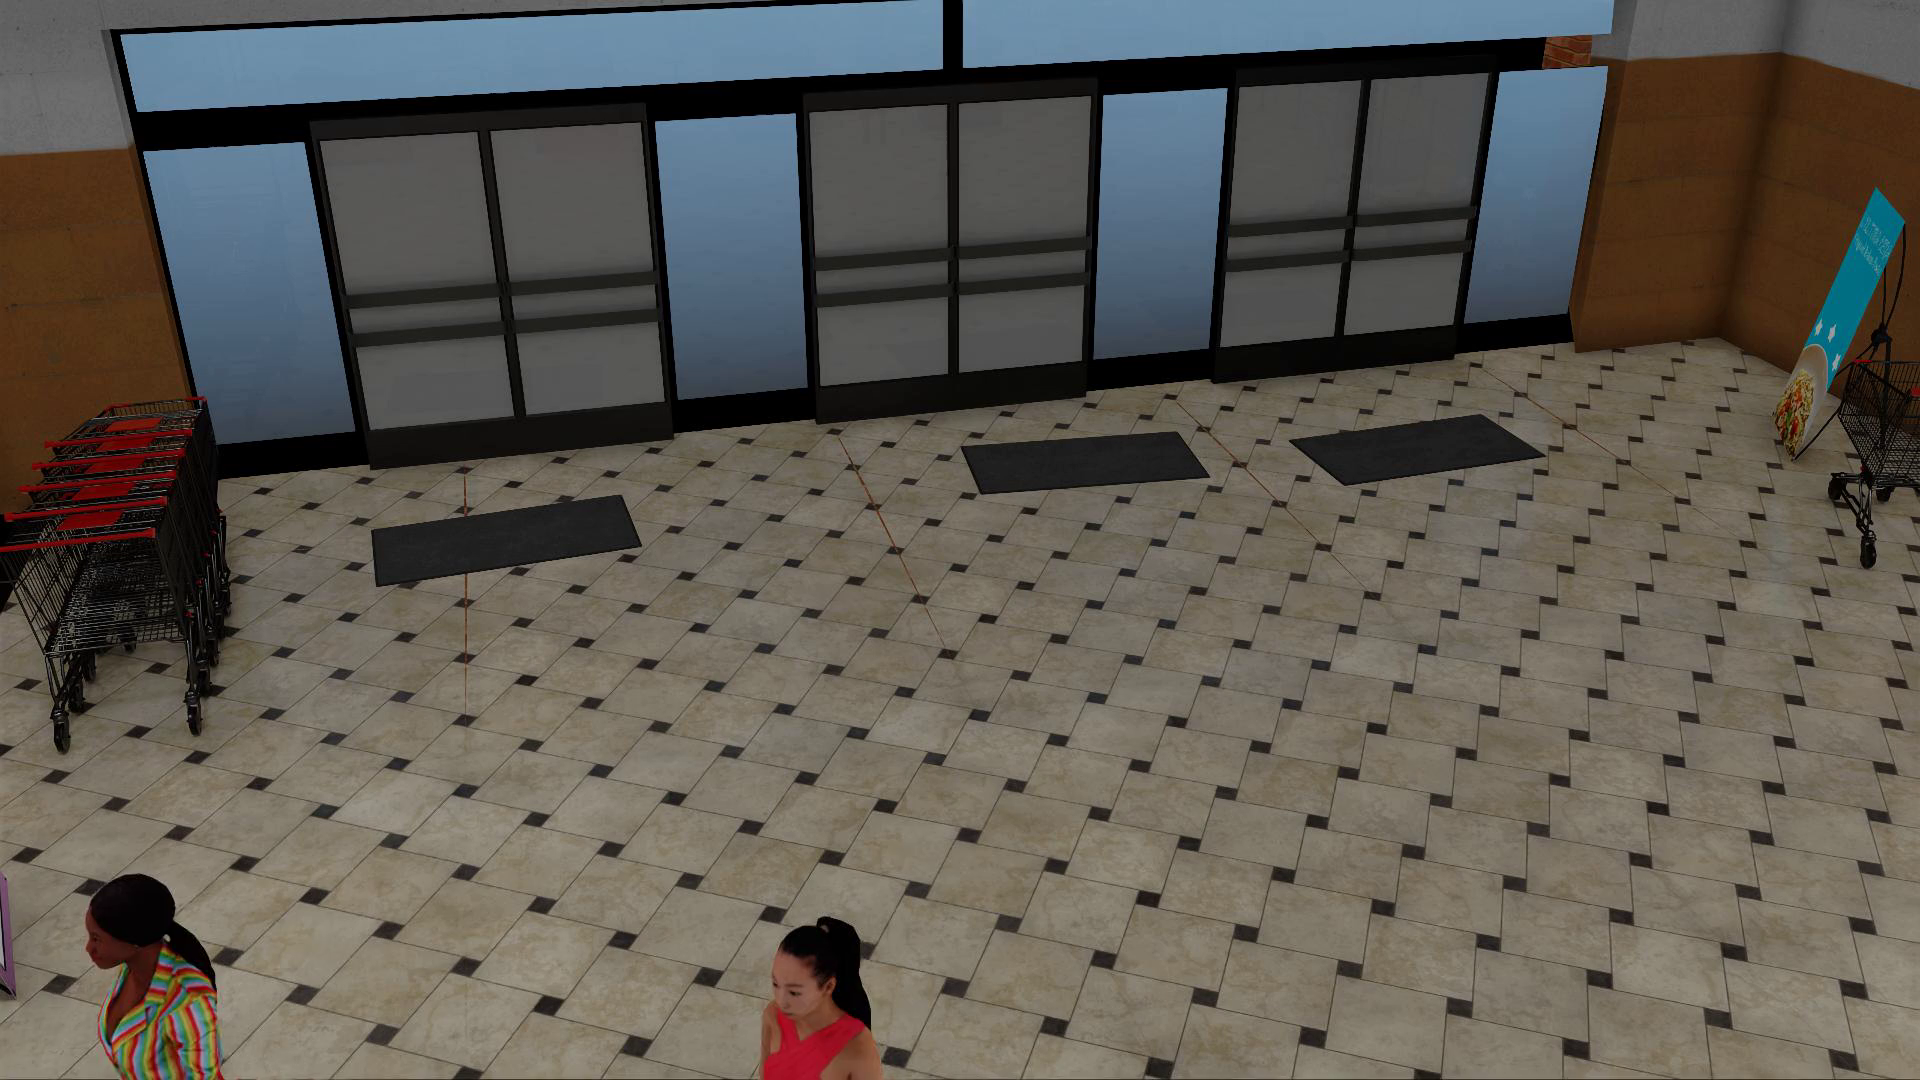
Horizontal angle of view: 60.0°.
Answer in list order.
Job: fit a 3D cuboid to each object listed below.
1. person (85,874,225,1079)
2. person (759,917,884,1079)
[{"bbox_3d":[-2.132,1.682,4.822,0.872,1.780,0.876,23,35,37],"label":"person"},{"bbox_3d":[-0.338,1.761,4.745,0.877,1.710,0.904,20,33,34],"label":"person"}]
